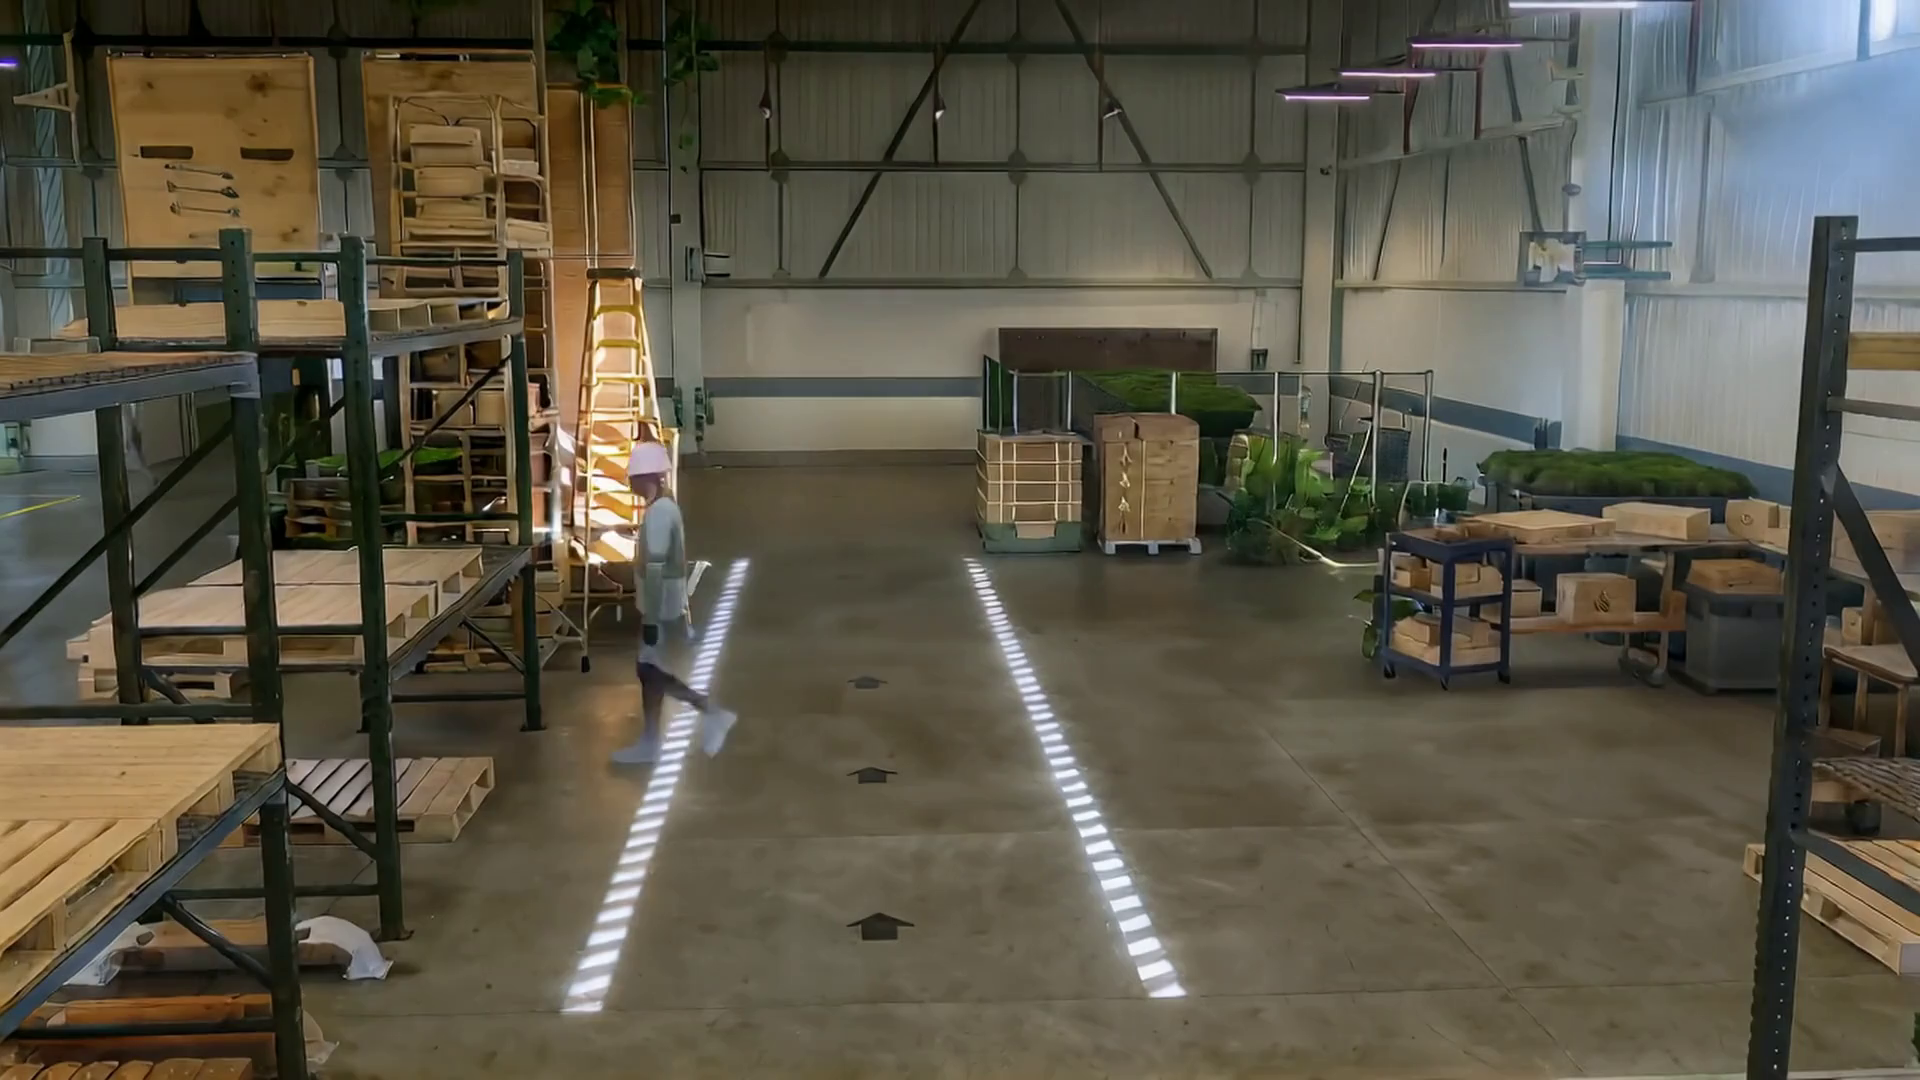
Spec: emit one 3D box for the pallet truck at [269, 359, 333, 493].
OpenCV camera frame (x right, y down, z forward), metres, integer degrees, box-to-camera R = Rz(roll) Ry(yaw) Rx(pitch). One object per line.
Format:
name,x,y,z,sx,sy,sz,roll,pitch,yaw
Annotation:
pallet truck,-7.062,-1.131,18.996,1.885,1.965,0.823,2,9,13

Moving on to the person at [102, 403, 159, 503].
person,-10.604,-1.288,21.131,0.522,1.621,0.623,6,11,34

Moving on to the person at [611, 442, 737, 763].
person,-1.713,0.381,9.753,0.647,1.918,0.567,-1,9,-8
